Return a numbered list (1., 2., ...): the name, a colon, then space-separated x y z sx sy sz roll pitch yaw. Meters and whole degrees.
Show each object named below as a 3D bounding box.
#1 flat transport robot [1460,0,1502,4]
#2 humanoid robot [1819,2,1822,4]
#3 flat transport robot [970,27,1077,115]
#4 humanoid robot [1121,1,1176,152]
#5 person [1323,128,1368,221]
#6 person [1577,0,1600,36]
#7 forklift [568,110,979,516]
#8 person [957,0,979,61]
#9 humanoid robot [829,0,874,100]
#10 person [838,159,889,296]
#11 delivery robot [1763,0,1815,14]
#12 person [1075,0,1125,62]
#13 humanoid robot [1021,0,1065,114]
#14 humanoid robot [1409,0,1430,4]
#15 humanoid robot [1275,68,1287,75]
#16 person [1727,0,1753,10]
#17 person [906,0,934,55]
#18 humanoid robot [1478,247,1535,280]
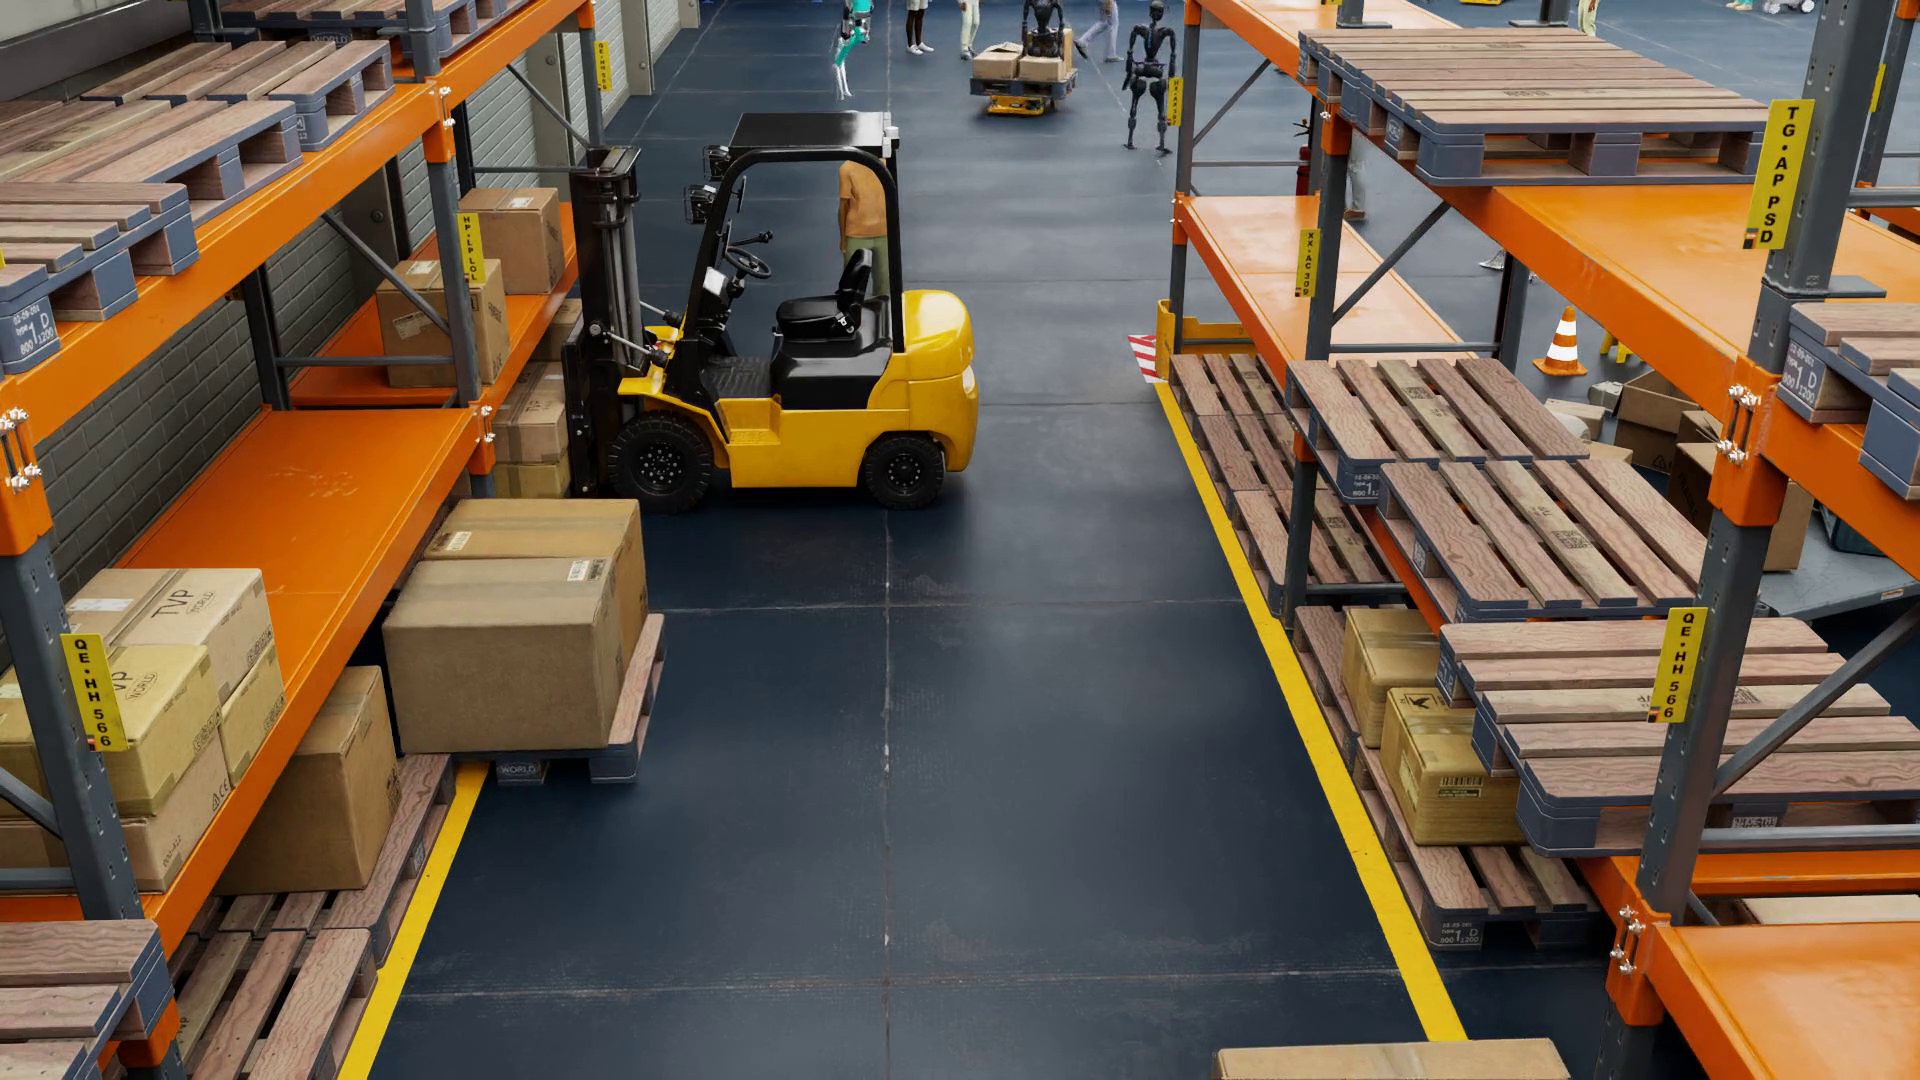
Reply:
1. flat transport robot: 9.692 -9.991 30.461 0.659 0.231 1.431 15 29 28
2. humanoid robot: 15.638 -10.533 29.964 0.387 1.649 0.589 -6 26 -13
3. flat transport robot: 0.828 -5.670 21.311 0.659 0.231 1.431 6 26 12
4. humanoid robot: 2.114 -5.211 18.729 0.618 1.633 0.447 8 26 16
5. person: 3.654 -3.949 15.747 0.662 1.911 0.651 0 25 1
6. person: 8.959 -7.674 23.656 0.384 1.891 0.546 1 25 2
7. forklift: -1.043 -1.379 9.976 2.313 2.155 1.214 -1 25 -2
8. person: 0.122 -7.979 24.504 0.498 1.718 0.639 14 29 27
9. humanoid robot: -1.470 -6.552 21.578 0.789 1.868 0.543 18 30 33
10. person: -0.677 -2.251 12.373 0.456 1.717 0.353 -9 27 -19
11. delivery robot: 14.514 -9.473 29.051 0.807 0.613 0.499 0 25 -1
12. person: 2.068 -7.865 24.131 0.656 1.825 0.583 -7 26 -14
13. humanoid robot: 1.036 -6.186 20.748 0.598 1.644 0.347 10 27 21
14. humanoid robot: 8.442 -10.534 29.960 0.317 1.654 0.611 -21 33 -37
15. humanoid robot: 4.644 -7.352 23.239 0.453 1.637 0.589 16 30 30
16. person: 13.916 -10.317 29.226 0.348 1.914 0.498 -2 25 -4
17. person: -0.630 -8.281 24.932 0.376 1.899 0.543 14 29 27
18. humanoid robot: 4.742 -3.073 14.208 0.551 1.867 0.850 -21 32 -37
